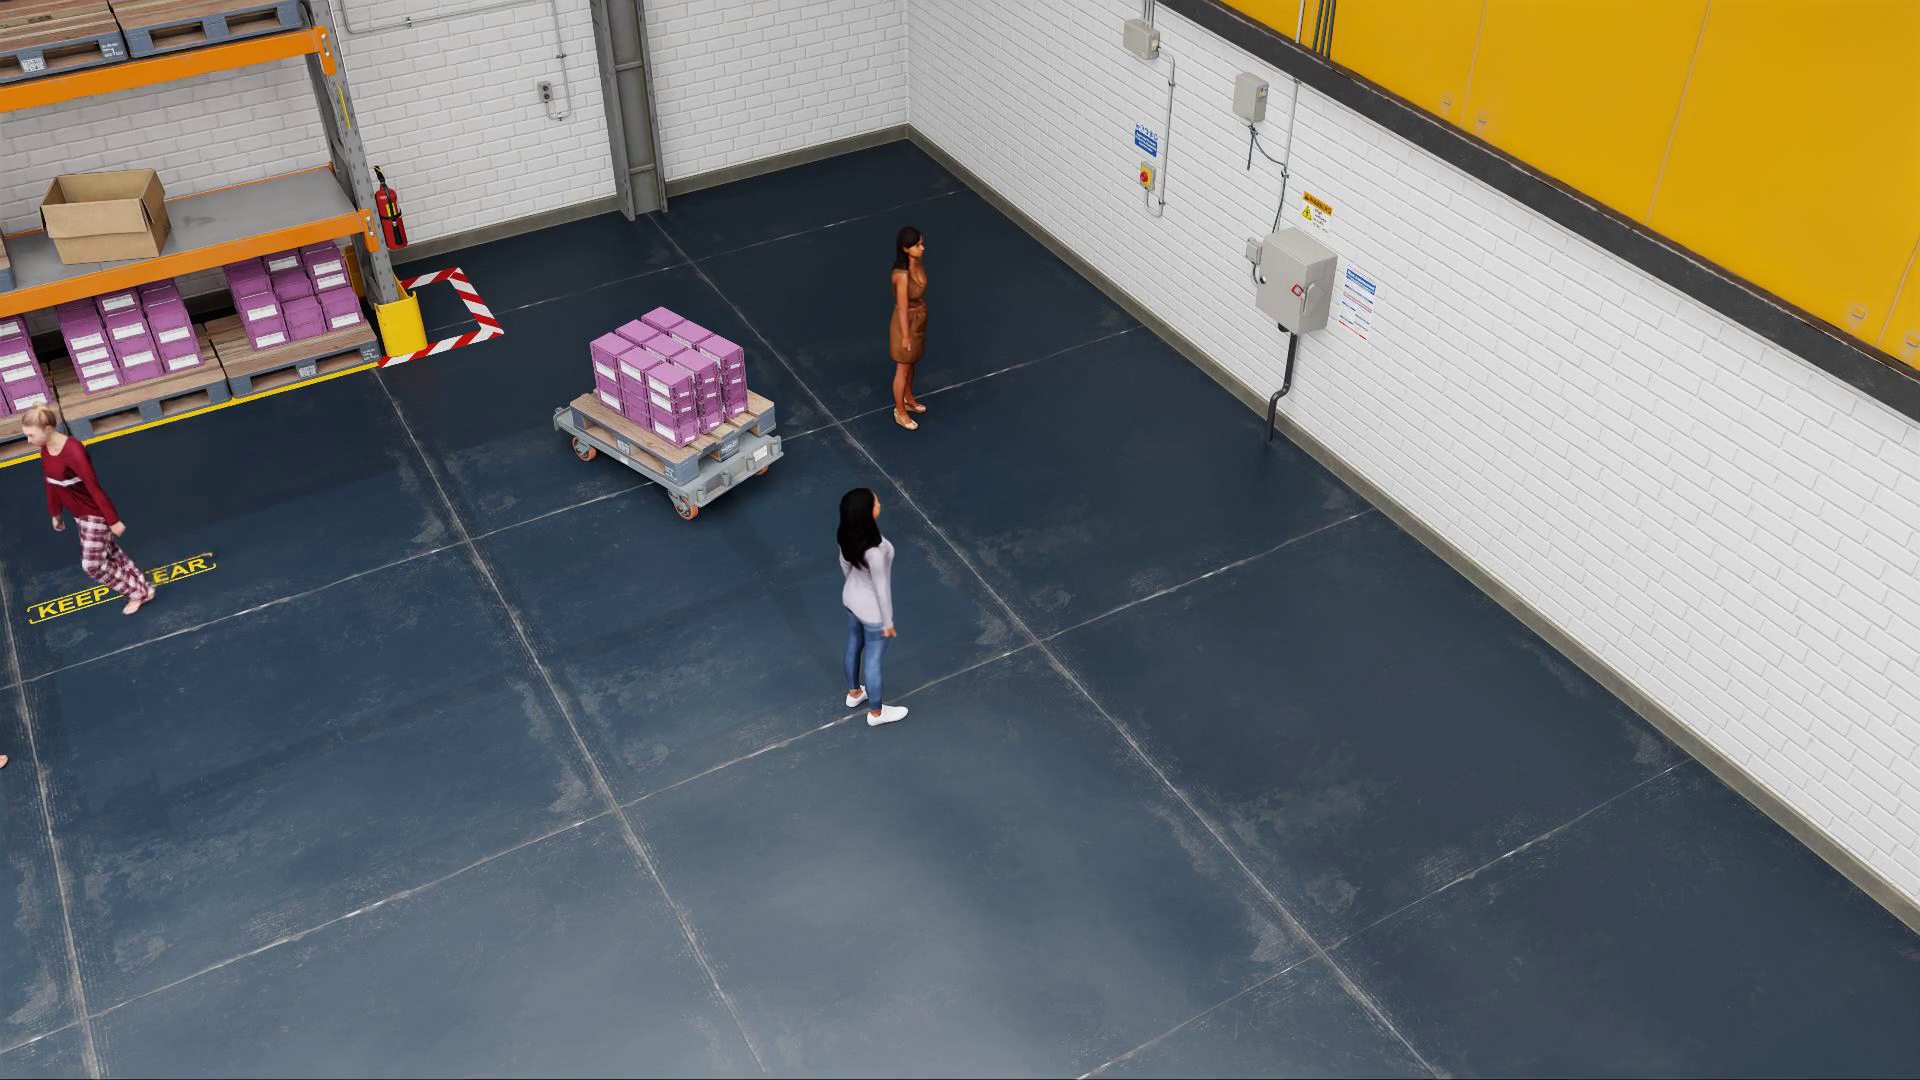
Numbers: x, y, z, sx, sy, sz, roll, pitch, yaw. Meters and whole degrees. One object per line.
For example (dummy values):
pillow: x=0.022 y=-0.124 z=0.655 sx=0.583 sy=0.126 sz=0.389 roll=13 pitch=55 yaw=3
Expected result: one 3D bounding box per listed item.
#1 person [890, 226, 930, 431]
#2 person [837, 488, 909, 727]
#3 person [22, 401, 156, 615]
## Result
person: x=-0.387 y=-1.644 z=12.787 sx=0.698 sy=1.689 sz=0.632 roll=10 pitch=40 yaw=13
person: x=-0.585 y=0.405 z=10.184 sx=0.536 sy=1.735 sz=0.617 roll=-23 pitch=44 yaw=-26
person: x=-5.691 y=-0.234 z=11.017 sx=0.775 sy=1.694 sz=0.782 roll=24 pitch=44 yaw=27
